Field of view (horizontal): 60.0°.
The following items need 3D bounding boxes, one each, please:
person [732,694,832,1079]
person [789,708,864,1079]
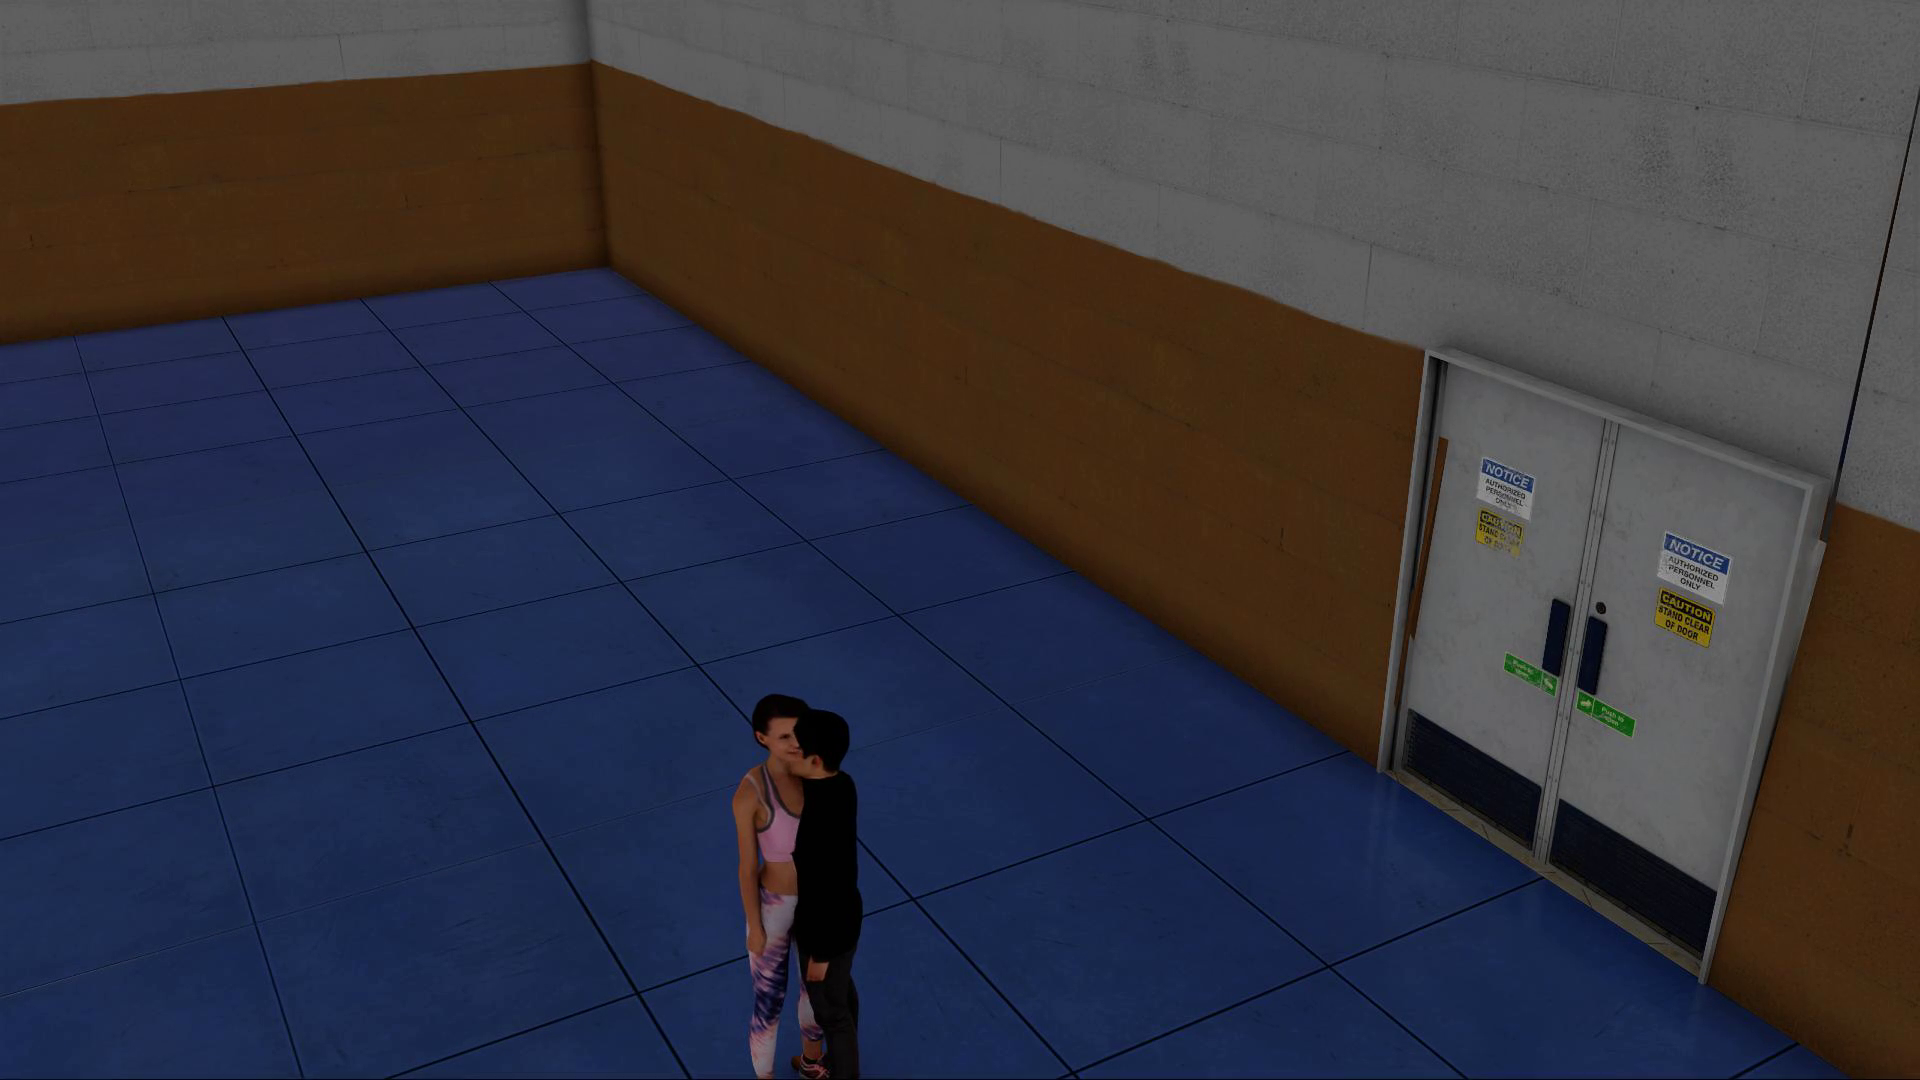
[{"bbox_3d":[-0.625,1.366,6.155,0.548,1.766,0.701,-20,31,-38],"label":"person"},{"bbox_3d":[-0.494,1.386,6.163,0.725,1.722,0.728,0,24,1],"label":"person"}]
